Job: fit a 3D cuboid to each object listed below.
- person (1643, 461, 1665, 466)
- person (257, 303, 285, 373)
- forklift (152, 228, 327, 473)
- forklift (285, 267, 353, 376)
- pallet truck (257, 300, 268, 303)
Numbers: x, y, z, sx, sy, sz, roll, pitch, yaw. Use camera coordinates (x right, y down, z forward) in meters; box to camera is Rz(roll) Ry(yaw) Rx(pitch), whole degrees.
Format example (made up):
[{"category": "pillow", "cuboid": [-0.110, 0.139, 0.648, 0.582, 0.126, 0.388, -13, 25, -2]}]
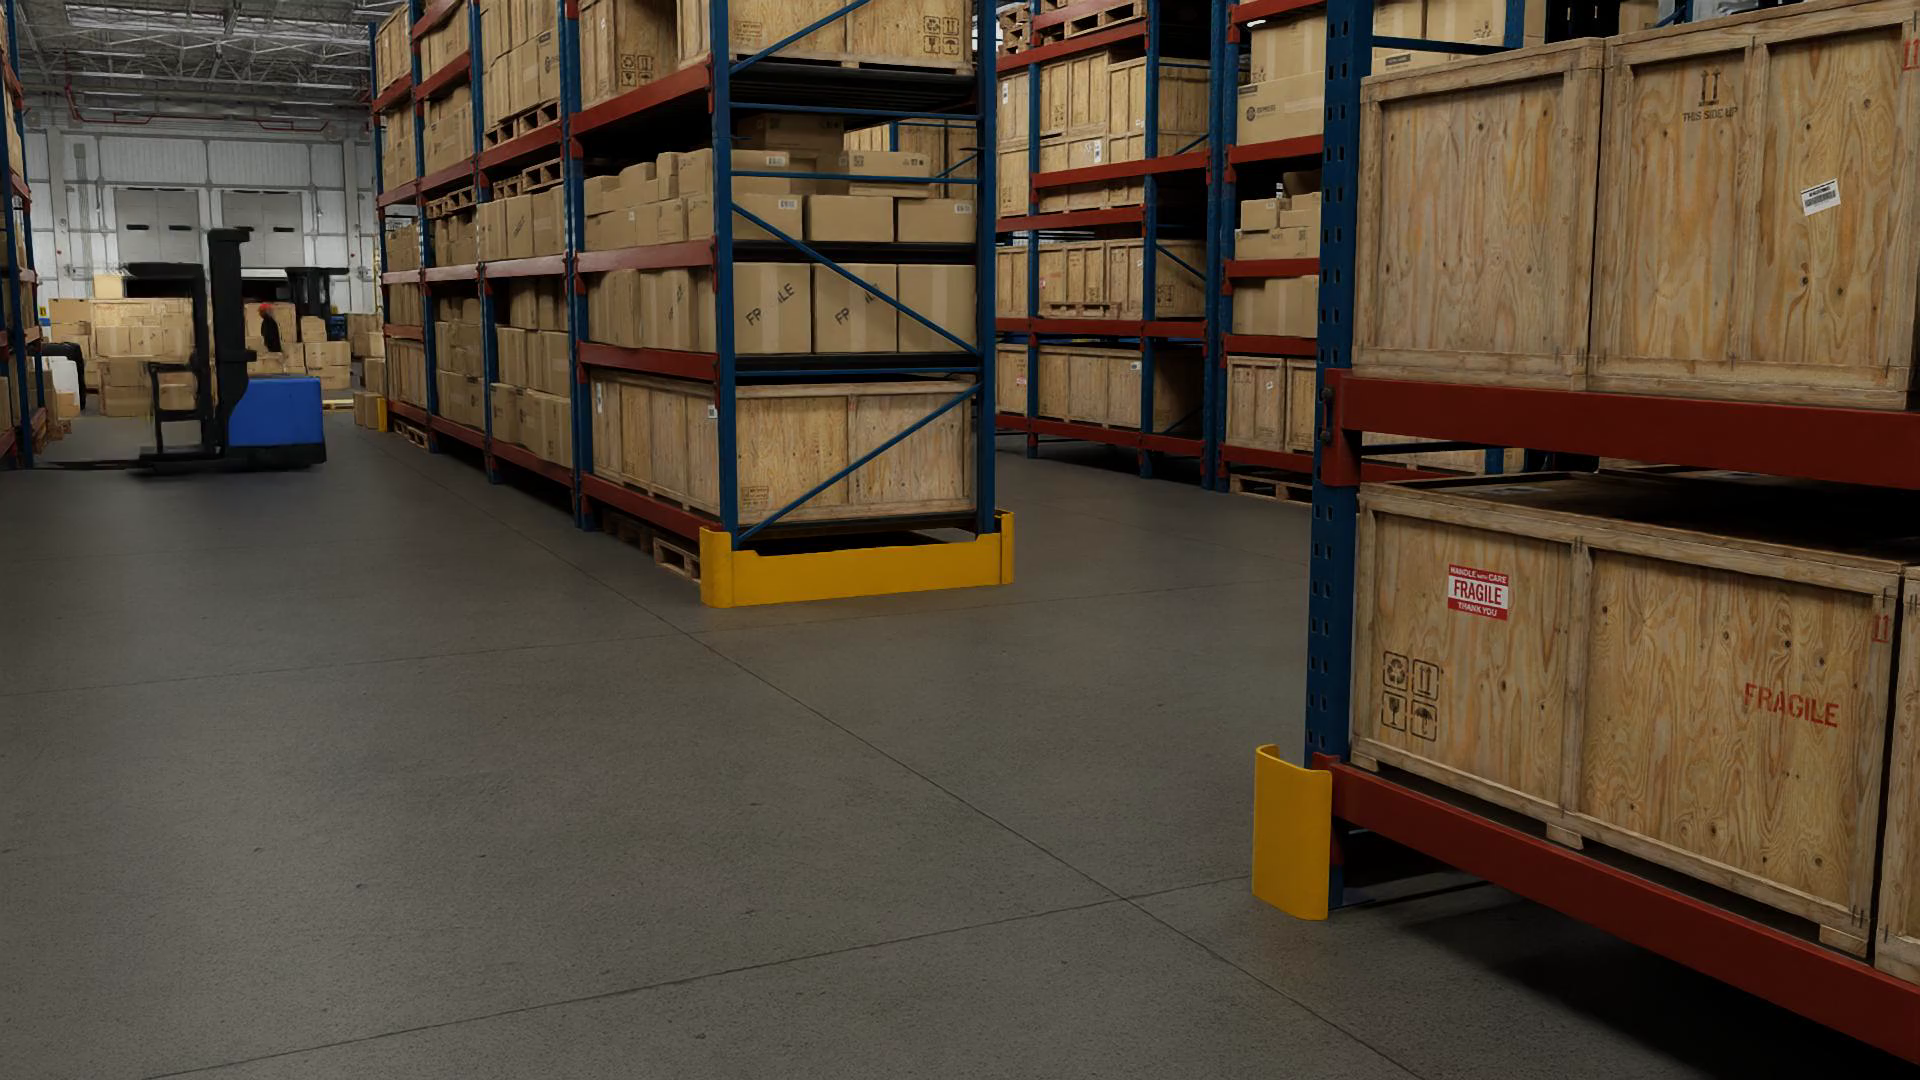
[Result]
[{"category": "person", "cuboid": [4.215, -0.296, 9.553, 0.651, 1.885, 0.680, -5, 9, -29]}, {"category": "person", "cuboid": [-14.369, -3.951, 34.553, 1.026, 1.938, 0.643, -7, 11, -38]}, {"category": "forklift", "cuboid": [-8.579, -2.250, 19.605, 1.873, 2.768, 1.129, -4, 9, -26]}, {"category": "forklift", "cuboid": [-16.532, -5.490, 41.948, 1.129, 2.768, 1.873, 5, 10, 31]}, {"category": "pallet truck", "cuboid": [-23.913, -7.404, 58.171, 1.885, 1.965, 0.823, -1, 8, -9]}]
